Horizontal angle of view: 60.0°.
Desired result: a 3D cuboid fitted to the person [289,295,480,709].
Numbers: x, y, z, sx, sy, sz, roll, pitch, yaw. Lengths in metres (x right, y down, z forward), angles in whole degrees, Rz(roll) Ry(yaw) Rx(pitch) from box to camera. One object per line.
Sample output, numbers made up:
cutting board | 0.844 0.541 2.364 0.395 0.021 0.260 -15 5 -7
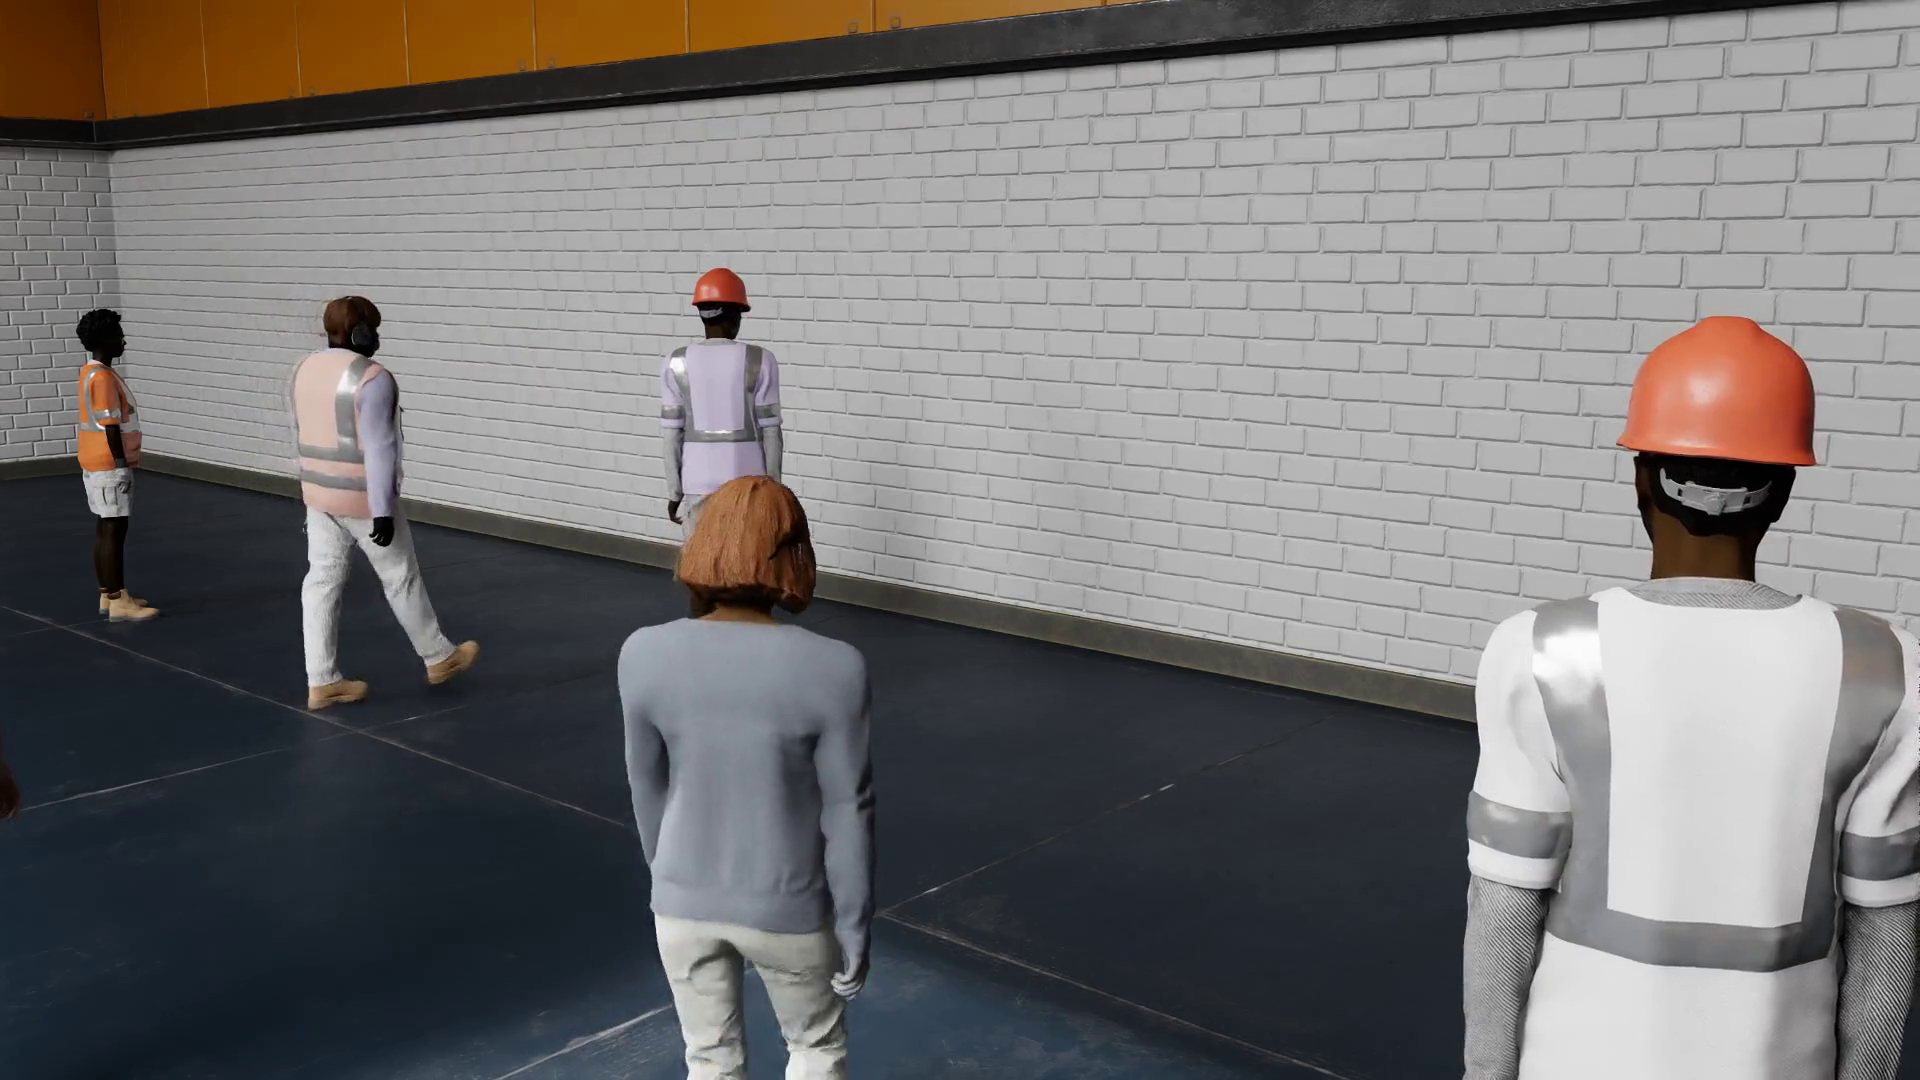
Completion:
person | -2.627 -0.188 7.513 0.659 1.802 0.901 6 12 31

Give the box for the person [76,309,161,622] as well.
person | -4.619 -0.404 9.063 0.318 1.697 0.535 -7 12 -34

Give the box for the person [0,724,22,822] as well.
person | -2.165 0.536 3.516 0.330 1.765 0.533 0 10 1

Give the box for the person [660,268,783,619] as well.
person | -1.067 -0.256 7.550 0.542 1.931 0.376 0 10 0

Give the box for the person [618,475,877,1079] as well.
person | -0.391 0.688 3.080 0.498 1.617 0.367 2 10 10

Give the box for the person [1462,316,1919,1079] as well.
person | 0.933 0.680 2.202 0.552 1.935 0.370 2 10 10
